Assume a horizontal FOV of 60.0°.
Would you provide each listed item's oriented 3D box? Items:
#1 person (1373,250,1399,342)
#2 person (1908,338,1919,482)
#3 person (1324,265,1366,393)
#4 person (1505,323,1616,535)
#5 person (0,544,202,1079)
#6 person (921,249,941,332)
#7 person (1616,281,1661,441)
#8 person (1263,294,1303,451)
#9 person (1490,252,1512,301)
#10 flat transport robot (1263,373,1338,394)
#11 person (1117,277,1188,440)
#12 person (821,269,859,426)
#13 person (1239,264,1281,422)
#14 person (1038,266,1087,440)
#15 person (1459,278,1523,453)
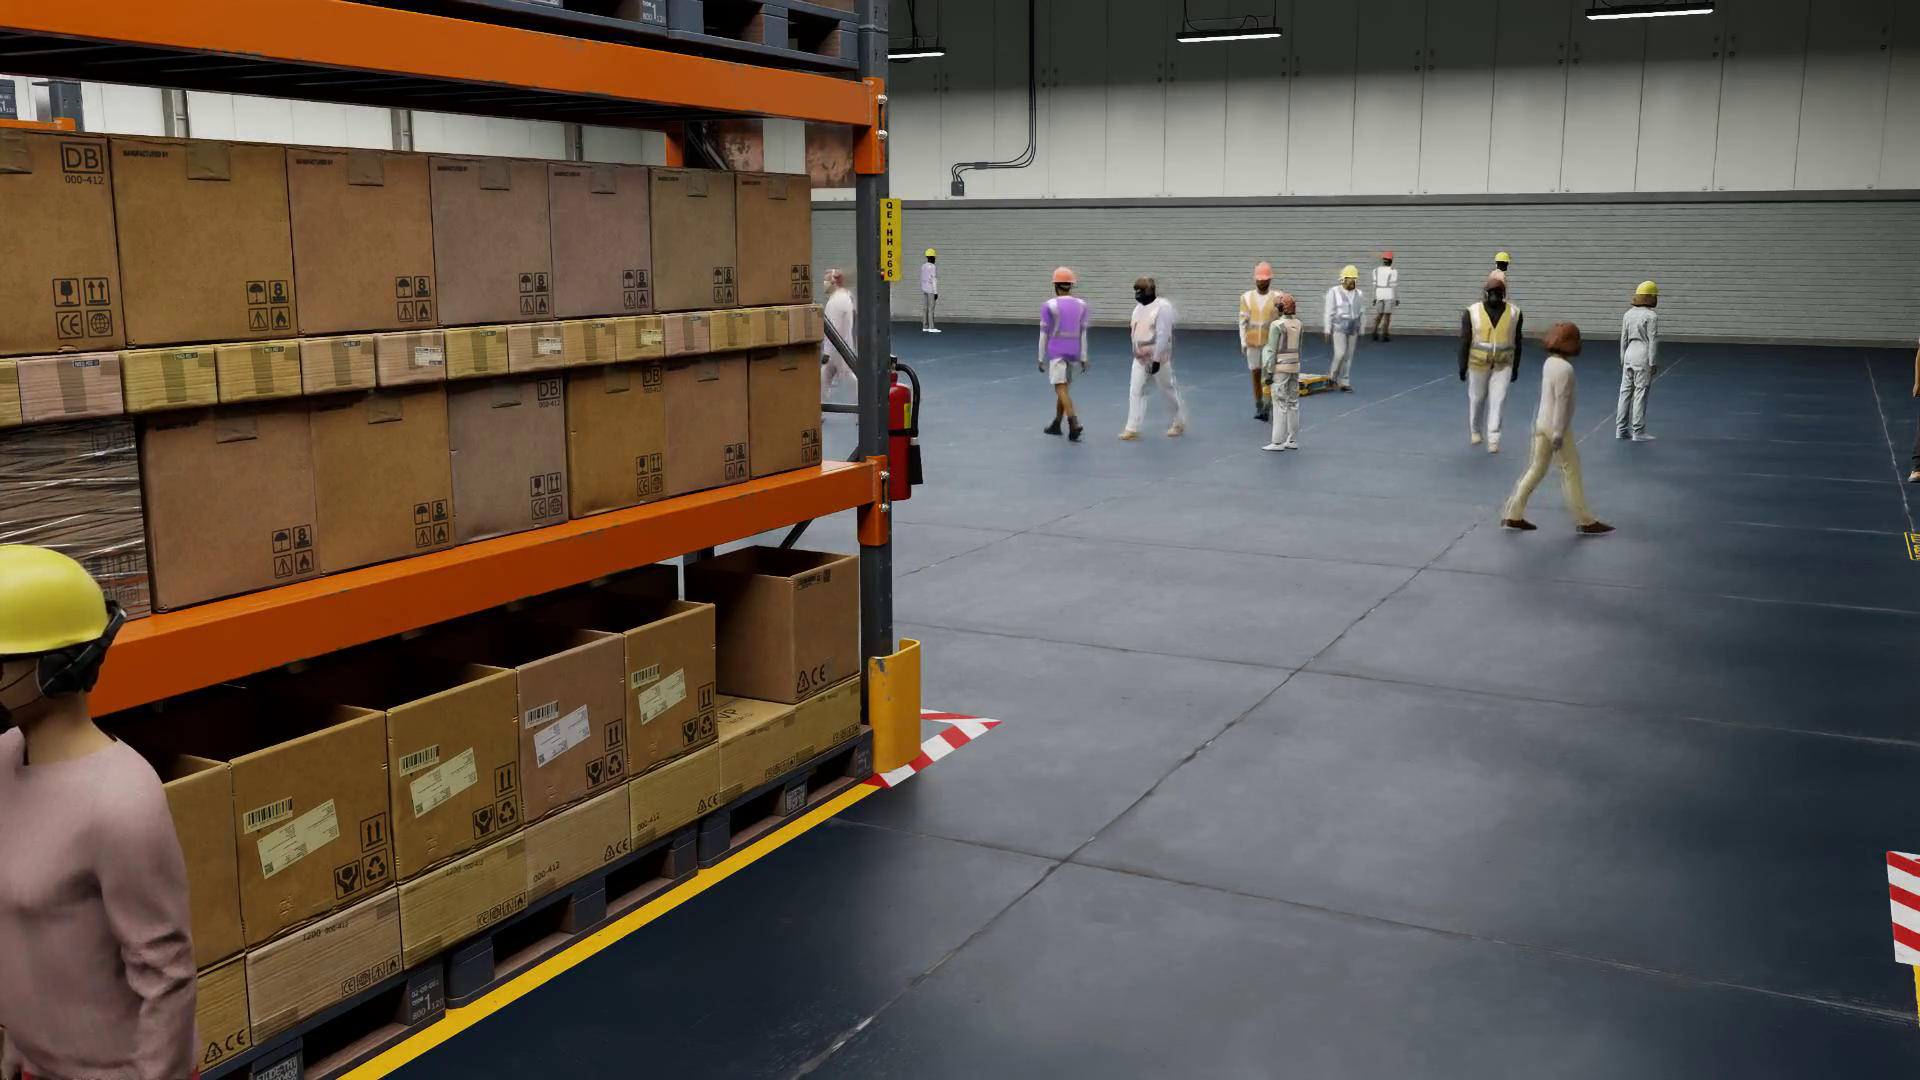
[{"bbox_3d":[8.959,-5.120,34.982,0.558,1.925,0.374,10,14,44],"label":"person"},{"bbox_3d":[8.919,-1.425,15.047,0.504,1.847,0.344,5,12,25],"label":"person"},{"bbox_3d":[5.485,-2.987,23.630,0.621,1.817,0.429,-3,11,-18],"label":"person"},{"bbox_3d":[4.530,-0.833,12.510,0.779,1.591,0.519,0,10,2],"label":"person"},{"bbox_3d":[-1.431,0.875,2.720,0.526,1.769,0.329,8,13,37],"label":"person"},{"bbox_3d":[-0.685,-5.780,38.561,0.359,1.930,0.590,-6,12,-31],"label":"person"},{"bbox_3d":[7.474,-1.963,18.264,0.324,1.740,0.492,-4,11,-20],"label":"person"},{"bbox_3d":[3.386,-1.742,17.359,0.513,1.634,0.311,-10,14,-43],"label":"person"},{"bbox_3d":[10.055,-4.398,31.039,0.368,1.927,0.587,0,10,0],"label":"person"},{"bbox_3d":[4.831,-2.241,23.793,0.652,0.197,1.431,7,12,34],"label":"flat transport robot"},{"bbox_3d":[2.155,-2.008,18.389,0.954,1.798,0.616,-8,13,-37],"label":"person"},{"bbox_3d":[-1.424,-2.262,19.610,1.034,1.856,0.657,0,10,0],"label":"person"},{"bbox_3d":[3.621,-2.364,20.036,0.544,1.885,0.952,4,11,19],"label":"person"},{"bbox_3d":[1.164,-2.064,18.388,0.553,1.907,0.932,-5,11,-24],"label":"person"},{"bbox_3d":[5.559,-1.849,17.476,0.633,1.814,0.852,2,11,12],"label":"person"}]
